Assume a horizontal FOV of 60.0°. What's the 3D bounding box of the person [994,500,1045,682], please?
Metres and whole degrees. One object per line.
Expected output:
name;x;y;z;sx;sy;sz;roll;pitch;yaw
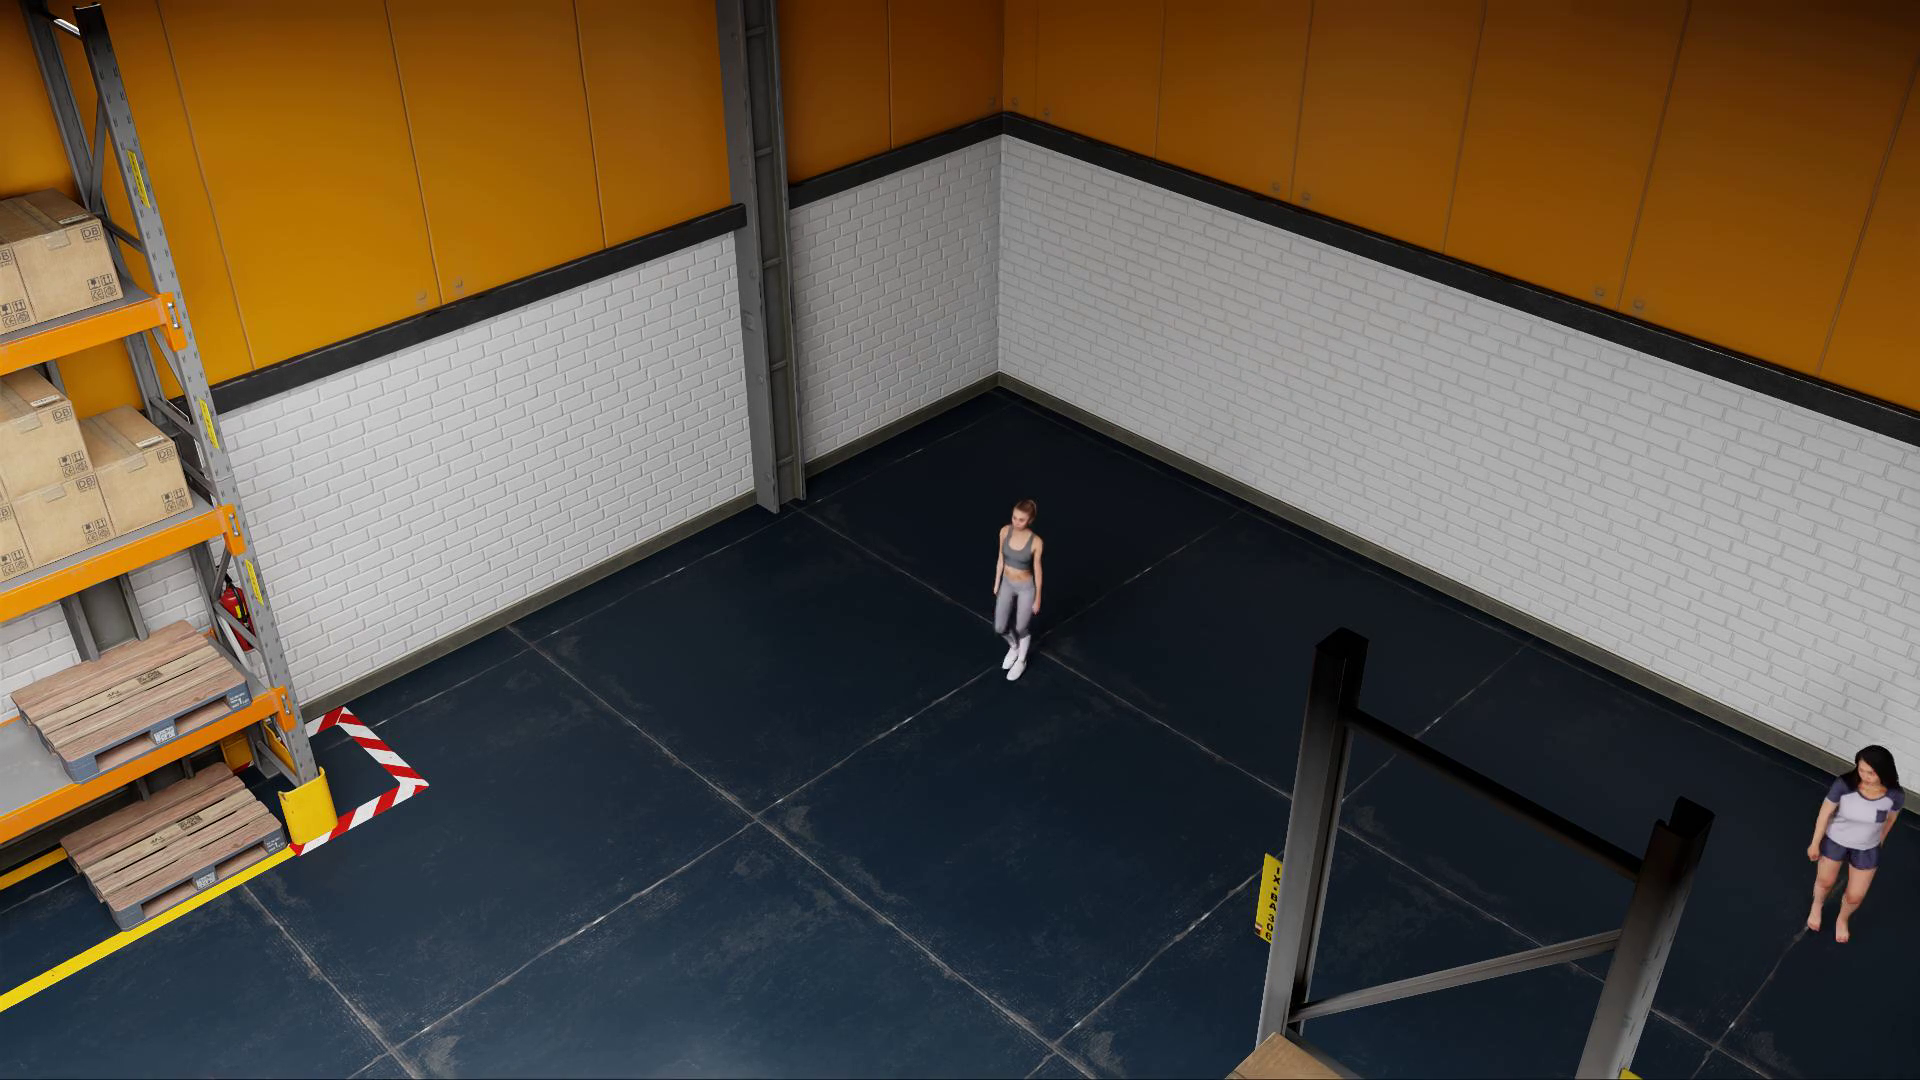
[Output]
person;0.514;0.364;13.408;0.665;1.694;0.677;18;38;25

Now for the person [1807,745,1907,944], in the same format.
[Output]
person;5.916;1.973;11.010;0.713;1.670;0.751;7;34;10
